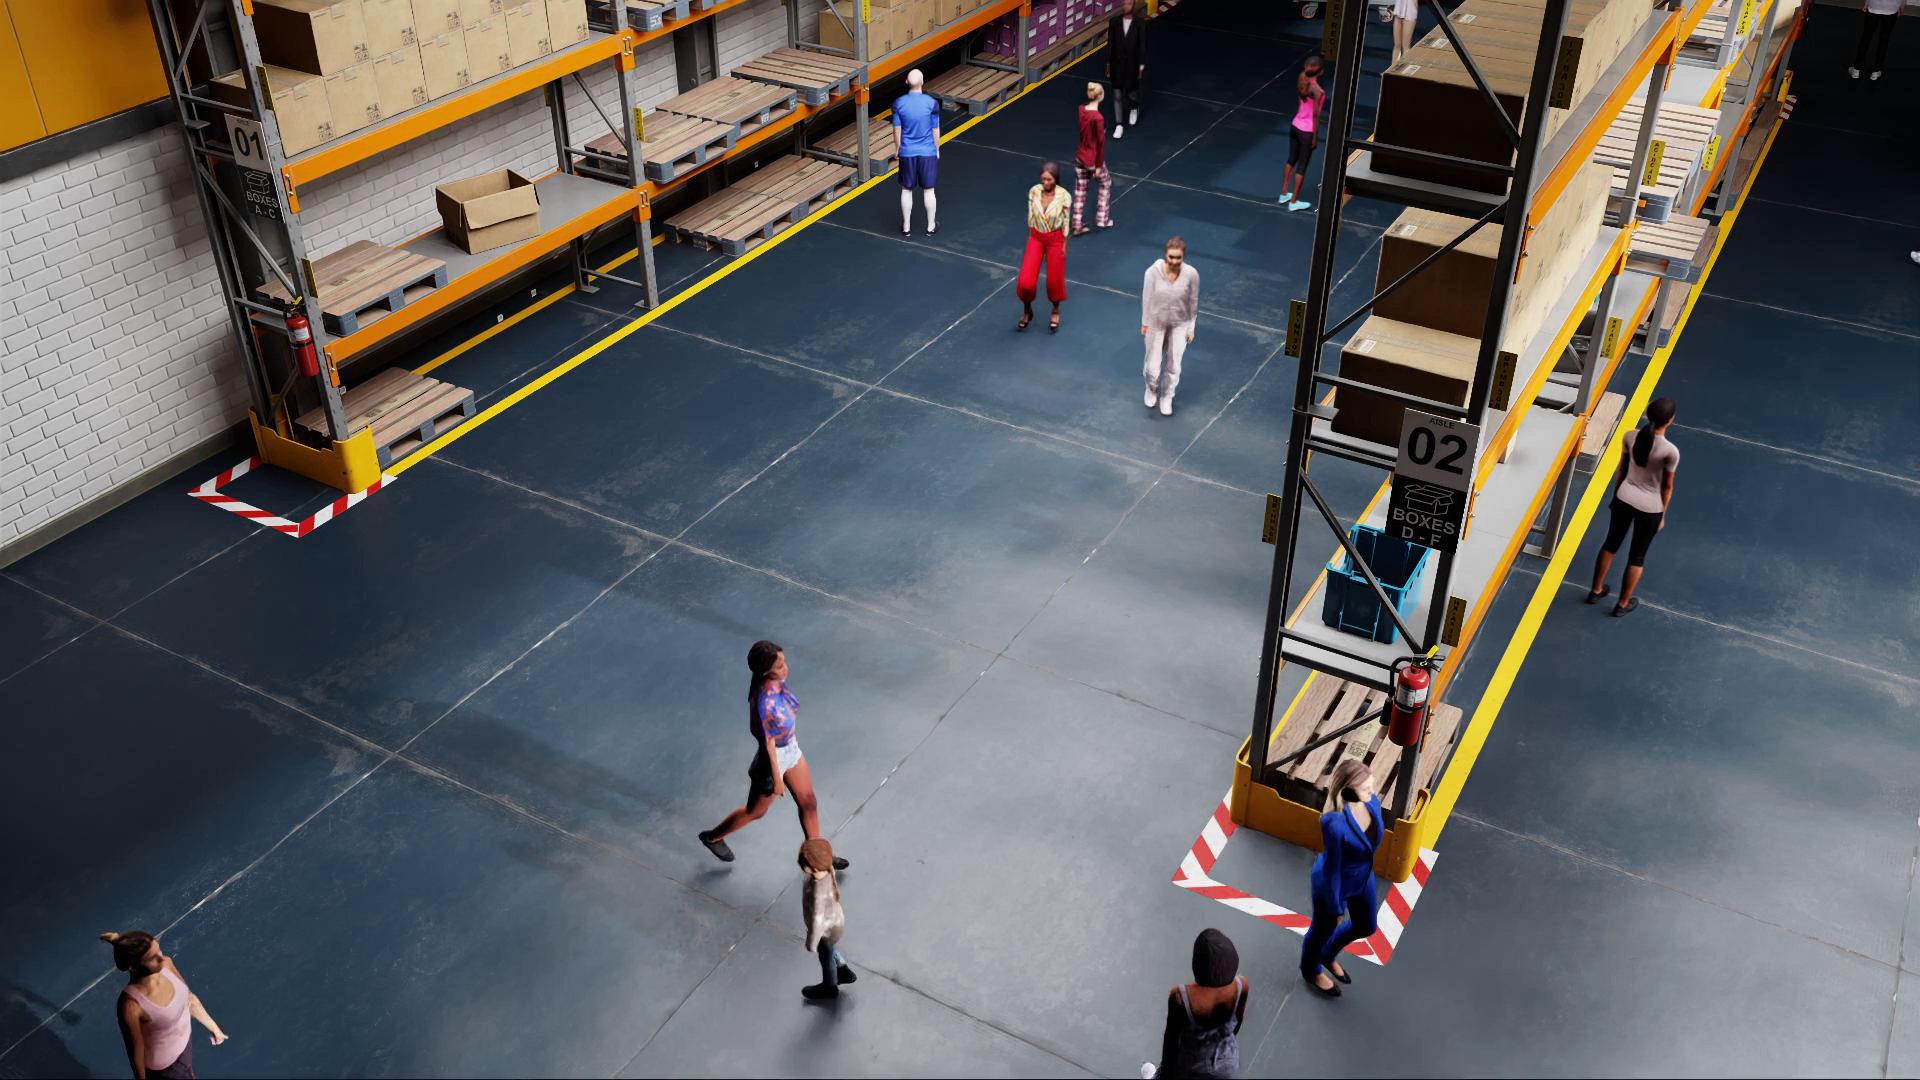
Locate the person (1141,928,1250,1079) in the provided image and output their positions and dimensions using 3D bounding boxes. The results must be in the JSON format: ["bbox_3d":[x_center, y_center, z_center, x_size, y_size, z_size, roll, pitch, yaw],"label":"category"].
[{"bbox_3d":[1.190,2.591,7.969,0.986,1.656,1.149,-3,34,-5],"label":"person"}]

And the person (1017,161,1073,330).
[{"bbox_3d":[0.846,-2.830,16.023,0.760,1.768,0.825,8,34,12],"label":"person"}]

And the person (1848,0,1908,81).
[{"bbox_3d":[12.503,-7.220,22.481,0.712,1.931,0.647,12,35,17],"label":"person"}]

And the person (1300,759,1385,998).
[{"bbox_3d":[1.991,1.826,9.089,0.746,1.688,0.594,27,42,35],"label":"person"}]

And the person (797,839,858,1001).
[{"bbox_3d":[-0.702,2.092,9.140,0.657,1.189,0.583,1,34,2],"label":"person"}]

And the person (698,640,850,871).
[{"bbox_3d":[-1.187,1.316,9.842,0.936,1.706,1.170,6,34,10],"label":"person"}]

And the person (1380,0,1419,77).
[{"bbox_3d":[6.052,-7.090,22.537,0.722,1.652,0.660,20,39,28],"label":"person"}]

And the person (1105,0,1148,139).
[{"bbox_3d":[2.071,-5.910,20.674,0.741,1.749,0.881,10,35,15],"label":"person"}]

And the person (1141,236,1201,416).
[{"bbox_3d":[1.841,-1.941,14.763,0.744,1.683,0.757,2,34,3],"label":"person"}]

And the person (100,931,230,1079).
[{"bbox_3d":[-3.949,2.512,8.125,0.925,1.614,0.999,2,34,3],"label":"person"}]

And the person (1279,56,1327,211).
[{"bbox_3d":[3.859,-4.592,18.719,0.712,1.718,0.659,-11,35,-16],"label":"person"}]

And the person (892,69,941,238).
[{"bbox_3d":[-0.463,-4.189,18.001,0.757,1.842,0.746,1,34,2],"label":"person"}]

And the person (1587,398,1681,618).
[{"bbox_3d":[4.944,-0.242,12.151,0.654,1.744,0.662,-23,40,-30],"label":"person"}]

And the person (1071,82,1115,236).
[{"bbox_3d":[1.354,-4.114,18.031,0.863,1.684,0.758,-27,42,-34],"label":"person"}]
